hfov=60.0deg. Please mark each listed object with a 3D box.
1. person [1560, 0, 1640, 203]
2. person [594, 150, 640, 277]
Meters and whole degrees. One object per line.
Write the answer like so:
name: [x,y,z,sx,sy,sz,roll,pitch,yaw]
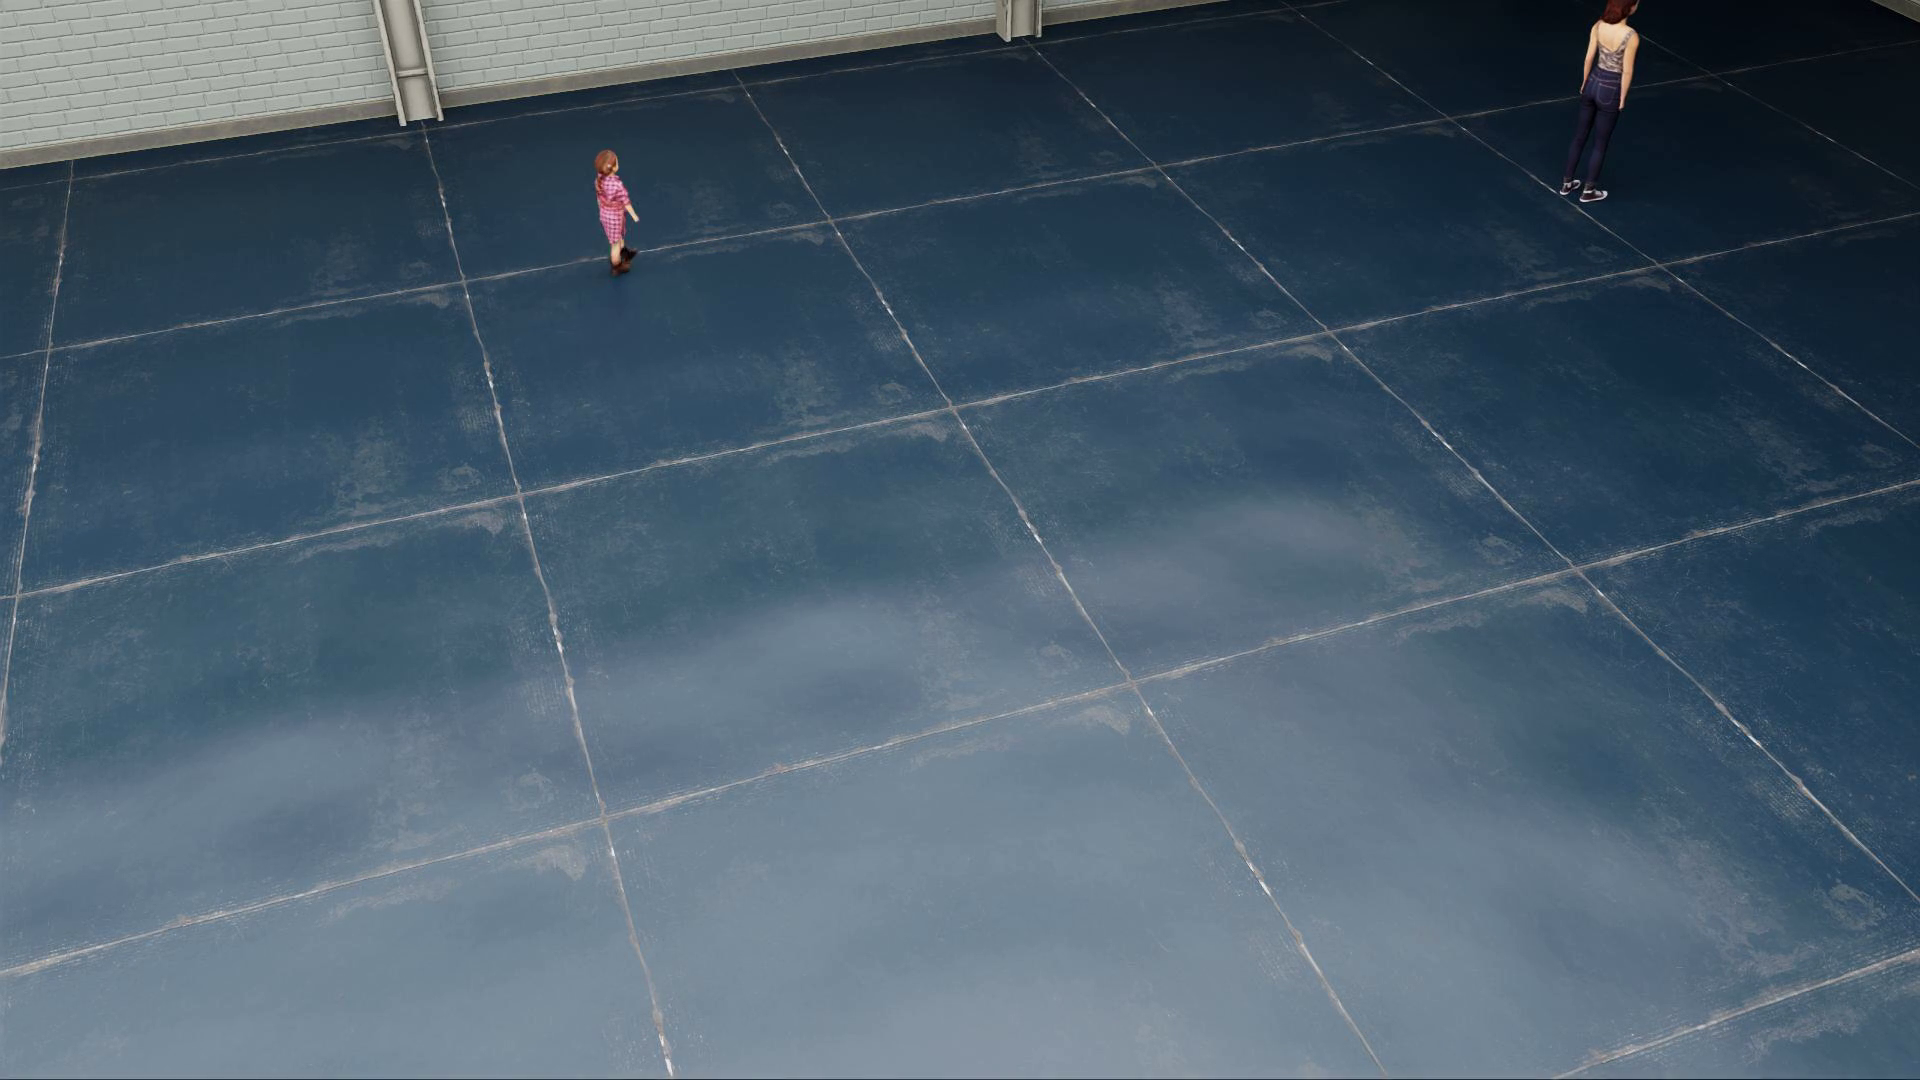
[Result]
person: [5.297,-3.671,13.718,0.625,1.769,0.657,-23,43,-26]
person: [-2.702,-2.508,12.845,0.586,1.012,0.665,23,44,26]
